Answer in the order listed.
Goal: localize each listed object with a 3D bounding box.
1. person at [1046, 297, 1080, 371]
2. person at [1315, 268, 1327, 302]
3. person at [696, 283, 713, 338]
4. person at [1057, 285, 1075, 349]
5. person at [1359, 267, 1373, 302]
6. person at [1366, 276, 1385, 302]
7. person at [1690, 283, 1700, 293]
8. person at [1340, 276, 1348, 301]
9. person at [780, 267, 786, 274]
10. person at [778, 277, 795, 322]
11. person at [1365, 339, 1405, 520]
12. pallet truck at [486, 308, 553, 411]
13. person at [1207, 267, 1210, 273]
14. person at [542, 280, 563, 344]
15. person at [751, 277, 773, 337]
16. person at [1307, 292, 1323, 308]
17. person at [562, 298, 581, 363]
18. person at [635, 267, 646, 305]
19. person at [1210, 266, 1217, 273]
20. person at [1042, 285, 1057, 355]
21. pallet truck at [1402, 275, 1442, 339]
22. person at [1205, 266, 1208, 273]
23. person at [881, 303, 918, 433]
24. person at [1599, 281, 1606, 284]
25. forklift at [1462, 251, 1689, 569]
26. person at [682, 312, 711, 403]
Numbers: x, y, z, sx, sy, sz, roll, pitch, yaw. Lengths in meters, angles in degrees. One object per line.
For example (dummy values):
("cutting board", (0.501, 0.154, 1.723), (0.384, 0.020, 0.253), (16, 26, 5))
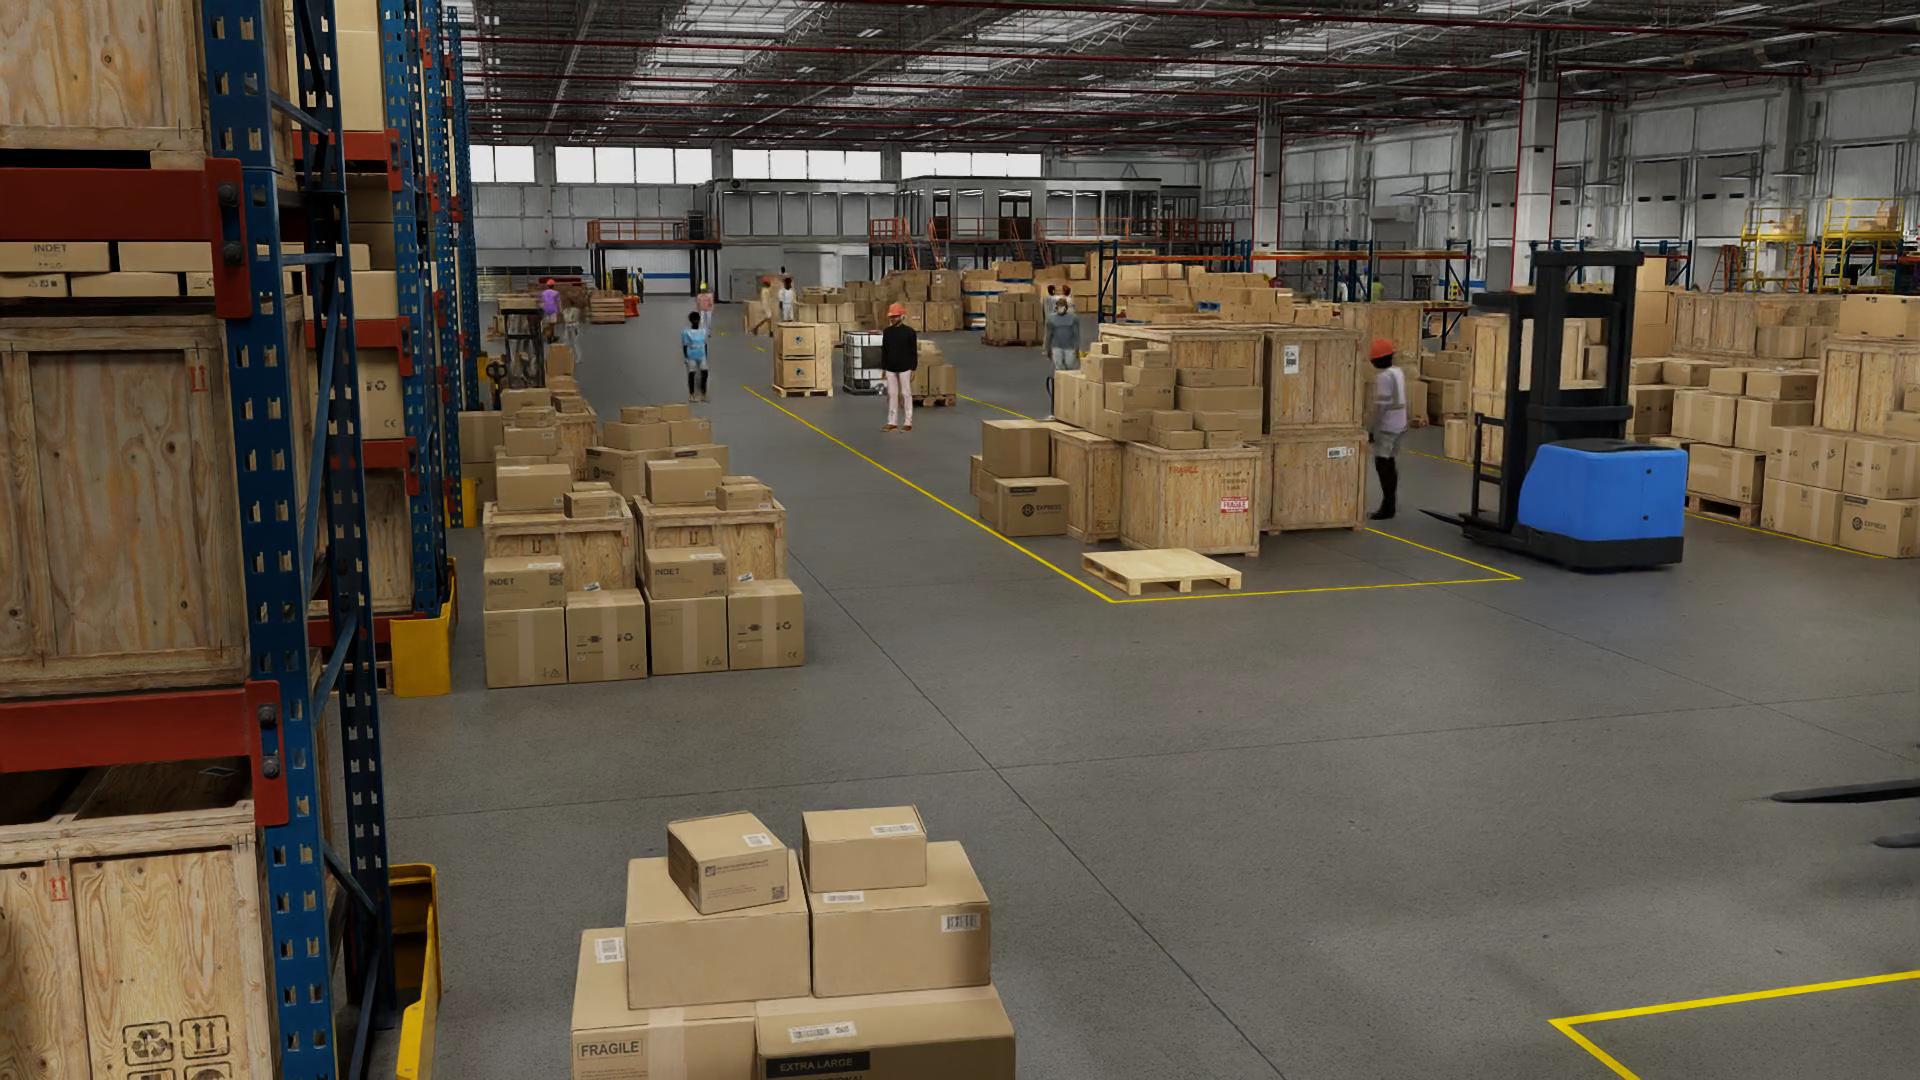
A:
("person", (1.926, -3.580, 31.157), (0.650, 1.923, 0.555), (1, 10, 3))
("person", (17.208, -12.066, 79.449), (0.430, 1.840, 0.625), (-10, 14, -43))
("person", (-7.932, -7.126, 51.773), (0.526, 1.729, 0.870), (-1, 10, -3))
("person", (2.819, -5.810, 44.014), (0.998, 1.833, 0.589), (-7, 12, -33))
("person", (18.052, -11.171, 74.062), (0.605, 1.950, 0.381), (5, 11, 28))
("person", (15.030, -8.649, 60.172), (0.641, 1.816, 0.563), (2, 10, 11))
("person", (19.277, -5.777, 43.646), (0.638, 1.915, 0.845), (7, 12, 33))
("person", (14.034, -8.676, 60.321), (0.493, 1.819, 0.950), (2, 10, 11))
("person", (-8.224, -11.756, 77.463), (0.596, 1.916, 0.374), (-2, 10, -13))
("person", (-5.257, -6.968, 50.273), (0.625, 1.945, 0.613), (-10, 14, -44))
("person", (4.540, -1.194, 17.746), (0.412, 1.899, 0.843), (5, 11, 27))
("pallet truck", (-6.242, -2.418, 24.362), (0.823, 1.965, 1.885), (1, 10, 3))
("person", (12.329, -12.670, 82.834), (0.593, 1.847, 0.888), (-3, 10, -16))
("person", (-12.068, -6.755, 49.254), (0.565, 1.880, 1.009), (2, 10, 13))
("person", (-6.218, -7.398, 52.825), (0.821, 1.912, 0.553), (1, 10, 4))
("person", (7.393, -4.258, 35.000), (0.642, 1.919, 0.469), (-4, 11, -21))
("person", (-9.554, -5.118, 40.744), (0.535, 1.615, 0.667), (5, 11, 25))
("person", (-15.742, -12.498, 81.871), (0.520, 1.844, 0.330), (7, 12, 35))
("person", (11.660, -11.529, 76.035), (0.778, 1.970, 0.625), (-3, 10, -16))
("person", (2.393, -5.814, 44.003), (0.322, 1.860, 0.511), (-9, 14, -42))
("pallet truck", (14.620, -7.324, 52.145), (0.823, 1.965, 1.885), (8, 13, 40))
("person", (11.840, -12.296, 80.469), (0.357, 1.938, 0.542), (-1, 10, -4))
("person", (-0.951, -2.649, 25.678), (0.614, 1.993, 0.395), (6, 12, 30))
("person", (18.268, -6.433, 47.425), (0.586, 1.873, 0.921), (7, 12, 36))
("forklift", (5.694, -1.250, 15.253), (1.129, 2.768, 1.873), (-3, 10, -16))
("person", (-4.804, -3.327, 30.411), (0.547, 1.664, 0.696), (-6, 12, -32))
